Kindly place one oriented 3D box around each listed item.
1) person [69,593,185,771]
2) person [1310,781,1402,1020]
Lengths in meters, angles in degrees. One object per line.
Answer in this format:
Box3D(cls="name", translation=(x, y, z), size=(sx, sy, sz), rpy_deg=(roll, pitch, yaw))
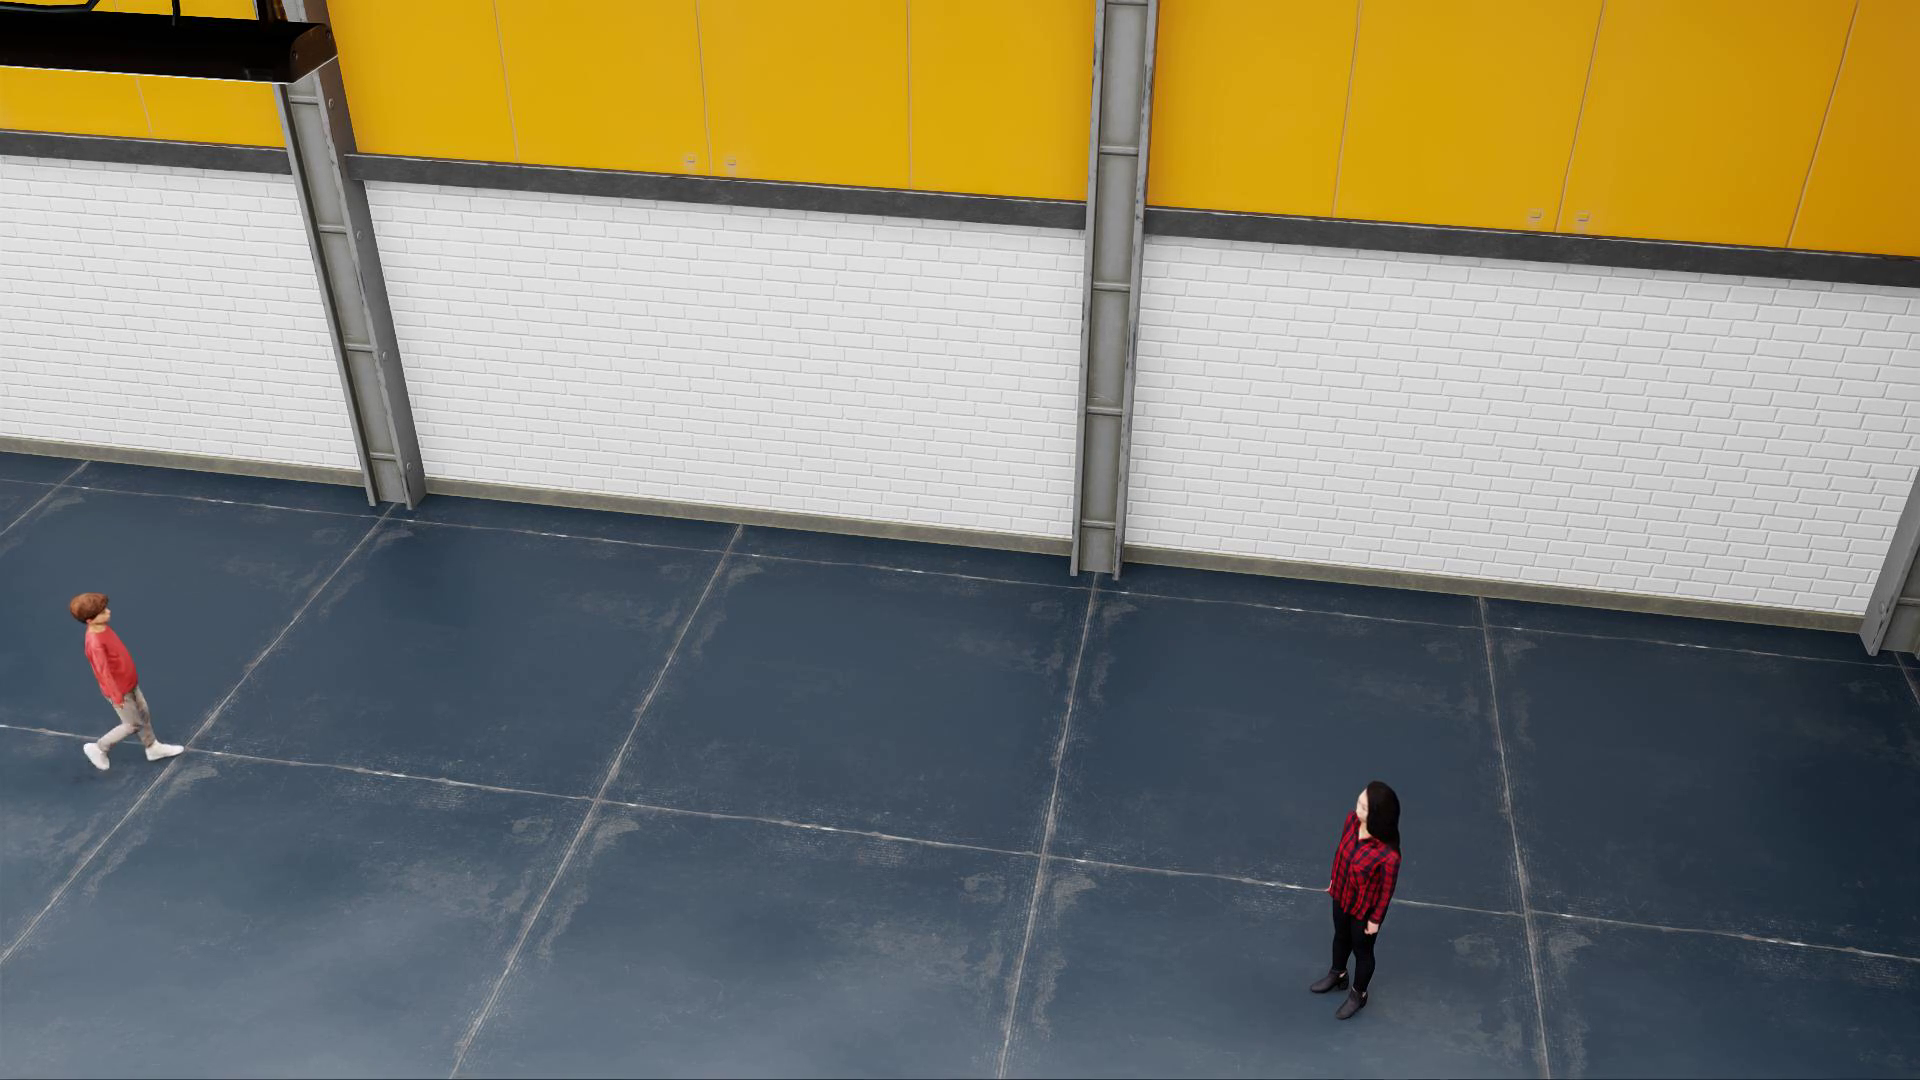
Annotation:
Box3D(cls="person", translation=(-5.633, 0.955, 10.993), size=(0.885, 1.405, 0.743), rpy_deg=(-11, 35, -16))
Box3D(cls="person", translation=(2.230, 1.979, 9.226), size=(0.692, 1.658, 0.662), rpy_deg=(-15, 37, -22))
